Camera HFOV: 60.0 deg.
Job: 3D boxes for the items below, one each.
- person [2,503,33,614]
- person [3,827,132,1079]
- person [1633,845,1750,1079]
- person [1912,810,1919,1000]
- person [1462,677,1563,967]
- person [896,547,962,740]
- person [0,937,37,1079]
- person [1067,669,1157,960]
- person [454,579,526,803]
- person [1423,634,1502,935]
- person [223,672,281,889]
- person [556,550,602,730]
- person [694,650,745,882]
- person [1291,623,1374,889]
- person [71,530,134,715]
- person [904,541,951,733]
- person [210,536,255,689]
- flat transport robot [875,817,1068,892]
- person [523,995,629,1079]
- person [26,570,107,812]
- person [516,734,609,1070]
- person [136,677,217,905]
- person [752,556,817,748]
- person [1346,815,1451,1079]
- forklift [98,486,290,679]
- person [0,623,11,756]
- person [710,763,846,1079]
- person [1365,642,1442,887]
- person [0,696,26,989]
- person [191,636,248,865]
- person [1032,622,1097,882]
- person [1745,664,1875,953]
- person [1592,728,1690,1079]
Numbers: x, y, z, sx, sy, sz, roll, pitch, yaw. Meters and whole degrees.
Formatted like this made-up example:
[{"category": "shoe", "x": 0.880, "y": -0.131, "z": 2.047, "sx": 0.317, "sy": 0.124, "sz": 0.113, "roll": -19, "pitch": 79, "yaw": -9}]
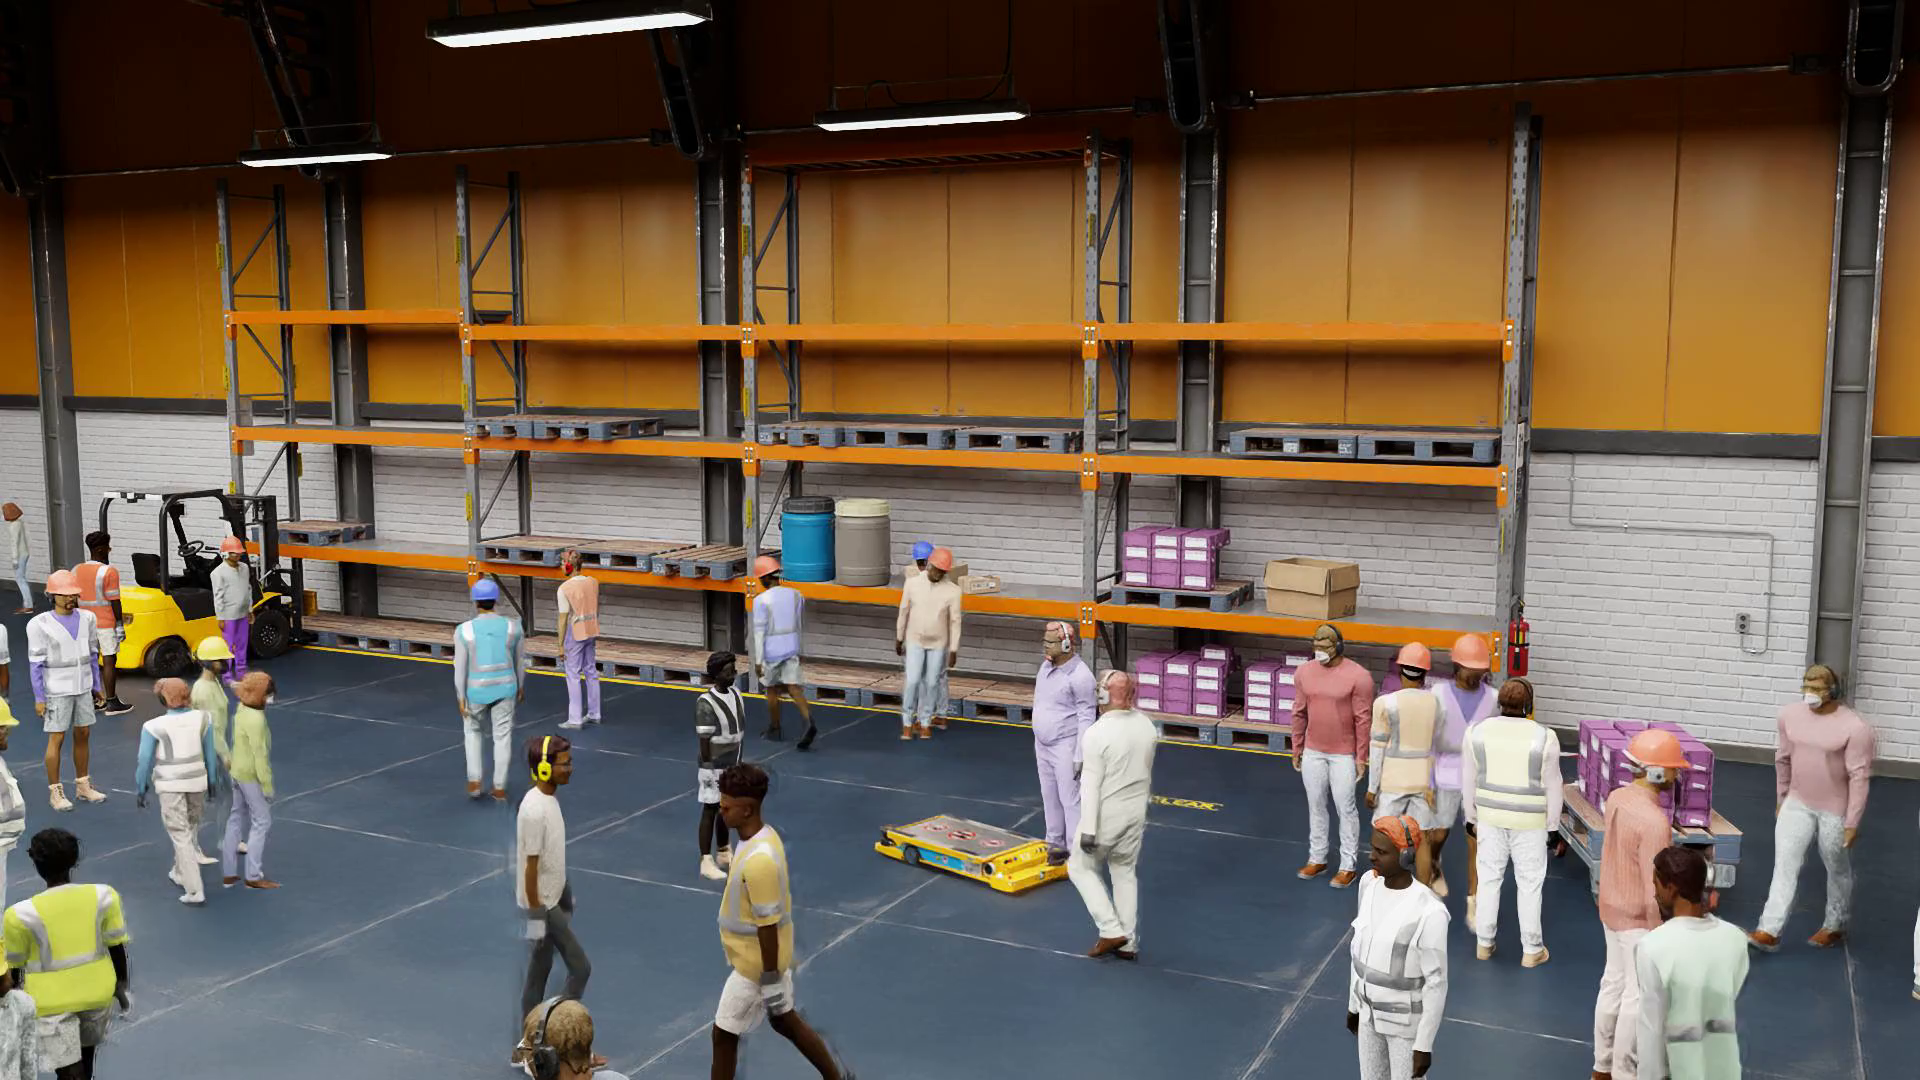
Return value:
[{"category": "person", "x": -13.656, "y": 0.261, "z": 24.125, "sx": 0.318, "sy": 1.622, "sz": 0.508, "roll": -2, "pitch": 7, "yaw": -20}, {"category": "person", "x": -4.333, "y": 2.193, "z": 8.009, "sx": 0.875, "sy": 1.642, "sz": 0.538, "roll": 5, "pitch": 9, "yaw": 38}, {"category": "person", "x": 2.969, "y": 2.203, "z": 7.011, "sx": 0.621, "sy": 1.872, "sz": 0.915, "roll": -3, "pitch": 7, "yaw": -22}, {"category": "person", "x": 5.968, "y": 1.850, "z": 9.916, "sx": 0.573, "sy": 1.883, "sz": 0.356, "roll": -2, "pitch": 7, "yaw": -16}, {"category": "person", "x": 3.524, "y": 1.786, "z": 10.611, "sx": 0.619, "sy": 1.845, "sz": 0.430, "roll": 4, "pitch": 8, "yaw": 31}, {"category": "person", "x": -0.313, "y": 1.026, "z": 16.442, "sx": 0.650, "sy": 1.950, "sz": 0.583, "roll": 0, "pitch": 7, "yaw": 2}, {"category": "person", "x": -3.889, "y": 2.354, "z": 6.575, "sx": 0.951, "sy": 1.678, "sz": 0.517, "roll": 6, "pitch": 9, "yaw": 42}, {"category": "person", "x": 0.962, "y": 1.760, "z": 10.633, "sx": 0.668, "sy": 1.887, "sz": 0.441, "roll": -6, "pitch": 9, "yaw": -42}, {"category": "person", "x": -4.055, "y": 1.289, "z": 14.353, "sx": 0.623, "sy": 1.926, "sz": 0.576, "roll": -3, "pitch": 8, "yaw": -24}, {"category": "person", "x": 3.433, "y": 1.604, "z": 11.429, "sx": 0.597, "sy": 2.008, "sz": 0.939, "roll": 1, "pitch": 7, "yaw": 5}, {"category": "person", "x": -5.139, "y": 1.735, "z": 12.040, "sx": 0.391, "sy": 1.600, "sz": 0.591, "roll": -5, "pitch": 9, "yaw": -37}, {"category": "person", "x": -3.883, "y": 1.020, "z": 16.975, "sx": 0.383, "sy": 1.836, "sz": 0.565, "roll": 4, "pitch": 8, "yaw": 29}, {"category": "person", "x": -1.763, "y": 1.652, "z": 12.318, "sx": 0.317, "sy": 1.695, "sz": 0.540, "roll": 3, "pitch": 8, "yaw": 23}, {"category": "person", "x": 2.704, "y": 1.557, "z": 12.171, "sx": 0.637, "sy": 1.929, "sz": 0.379, "roll": 6, "pitch": 9, "yaw": 40}, {"category": "person", "x": -9.112, "y": 0.875, "z": 17.632, "sx": 0.613, "sy": 1.963, "sz": 0.361, "roll": 2, "pitch": 7, "yaw": 18}, {"category": "person", "x": -0.338, "y": 0.982, "z": 16.831, "sx": 0.399, "sy": 1.943, "sz": 0.615, "roll": 6, "pitch": 9, "yaw": 42}, {"category": "person", "x": -8.264, "y": 0.825, "z": 18.968, "sx": 0.343, "sy": 1.746, "sz": 0.568, "roll": 2, "pitch": 7, "yaw": 15}, {"category": "flat transport robot", "x": 0.081, "y": 2.332, "z": 12.537, "sx": 1.431, "sy": 0.197, "sz": 0.652, "roll": 7, "pitch": 9, "yaw": 43}, {"category": "person", "x": -1.225, "y": 2.391, "z": 5.285, "sx": 0.382, "sy": 1.929, "sz": 0.635, "roll": 2, "pitch": 7, "yaw": 15}, {"category": "person", "x": -7.549, "y": 1.263, "z": 14.108, "sx": 0.372, "sy": 2.042, "sz": 0.615, "roll": 4, "pitch": 8, "yaw": 27}, {"category": "person", "x": -2.140, "y": 1.968, "z": 9.049, "sx": 0.642, "sy": 1.852, "sz": 0.554, "roll": -1, "pitch": 7, "yaw": -10}, {"category": "person", "x": -5.572, "y": 1.761, "z": 11.827, "sx": 0.788, "sy": 1.592, "sz": 0.522, "roll": 5, "pitch": 9, "yaw": 38}, {"category": "person", "x": -1.718, "y": 1.101, "z": 16.179, "sx": 0.568, "sy": 1.887, "sz": 0.845, "roll": -5, "pitch": 9, "yaw": -38}, {"category": "person", "x": 1.929, "y": 2.149, "z": 7.451, "sx": 0.356, "sy": 1.883, "sz": 0.573, "roll": -3, "pitch": 8, "yaw": -24}, {"category": "forklift", "x": -9.426, "y": 0.454, "z": 20.179, "sx": 1.214, "sy": 2.155, "sz": 2.313, "roll": 3, "pitch": 8, "yaw": 26}, {"category": "person", "x": -8.387, "y": 1.310, "z": 14.106, "sx": 0.605, "sy": 1.955, "sz": 0.398, "roll": -2, "pitch": 7, "yaw": -13}, {"category": "person", "x": -0.951, "y": 2.039, "z": 8.228, "sx": 0.995, "sy": 1.923, "sz": 0.620, "roll": -1, "pitch": 7, "yaw": -5}, {"category": "person", "x": 3.053, "y": 1.656, "z": 11.390, "sx": 0.561, "sy": 1.922, "sz": 0.382, "roll": -1, "pitch": 7, "yaw": -7}, {"category": "person", "x": -5.937, "y": 1.851, "z": 10.181, "sx": 0.403, "sy": 1.821, "sz": 0.600, "roll": -4, "pitch": 8, "yaw": -29}, {"category": "person", "x": -5.608, "y": 1.595, "z": 12.597, "sx": 0.662, "sy": 1.744, "sz": 0.523, "roll": -1, "pitch": 7, "yaw": -10}, {"category": "person", "x": 0.728, "y": 1.548, "z": 12.315, "sx": 0.409, "sy": 1.906, "sz": 0.651, "roll": -4, "pitch": 8, "yaw": -29}, {"category": "person", "x": 5.447, "y": 1.749, "z": 10.676, "sx": 0.966, "sy": 1.895, "sz": 0.660, "roll": -5, "pitch": 8, "yaw": -34}, {"category": "person", "x": 3.536, "y": 1.953, "z": 8.645, "sx": 0.414, "sy": 1.988, "sz": 0.629, "roll": 0, "pitch": 7, "yaw": 2}]
